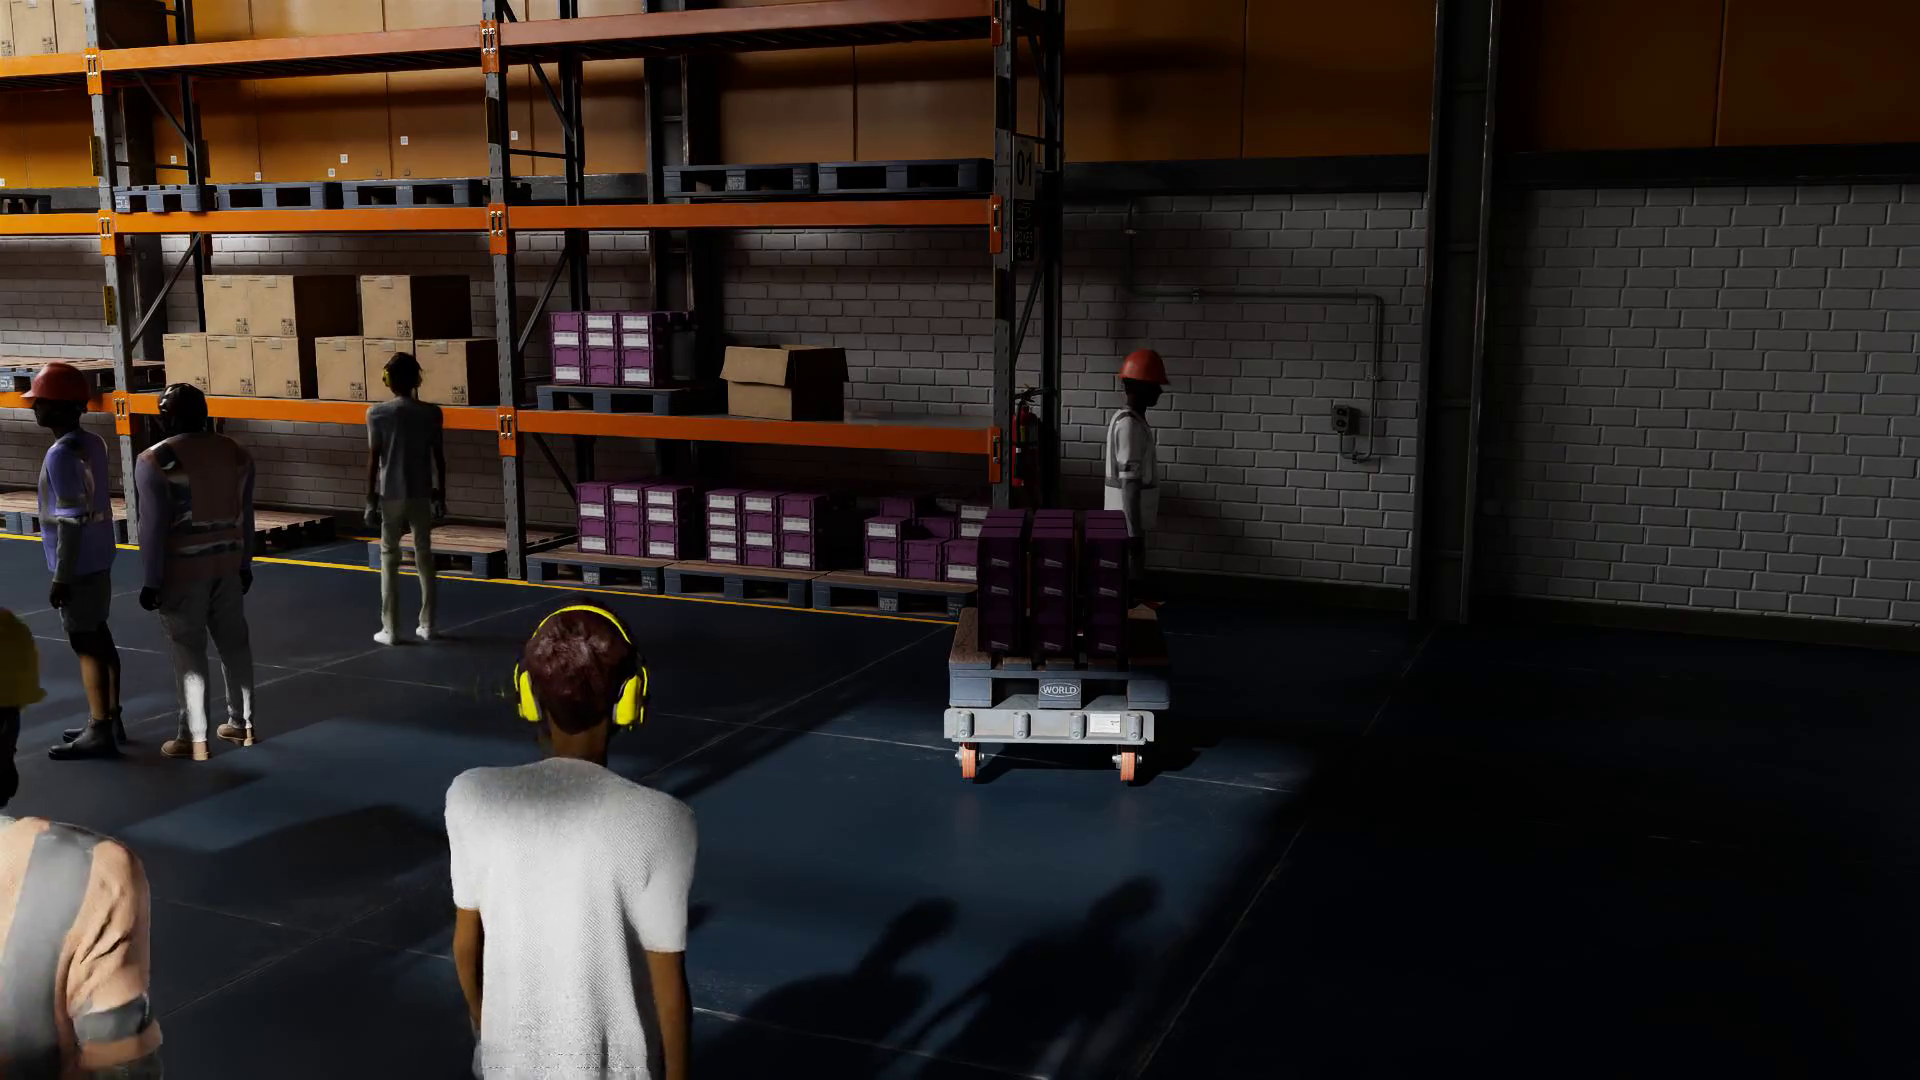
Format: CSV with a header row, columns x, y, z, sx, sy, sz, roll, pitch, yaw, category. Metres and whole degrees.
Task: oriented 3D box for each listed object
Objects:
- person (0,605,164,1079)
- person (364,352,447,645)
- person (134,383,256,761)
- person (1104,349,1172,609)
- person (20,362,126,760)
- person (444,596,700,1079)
x,y,z,sx,sy,sz,roll,pitch,yaw,category
-1.550,1.051,2.579,0.601,1.901,0.676,-1,10,-5,person
-3.533,-0.260,10.581,0.543,1.859,0.361,-8,12,-39,person
-3.750,0.152,8.160,0.429,1.841,0.633,5,11,28,person
1.005,-0.115,9.480,0.370,1.933,0.550,1,10,4,person
-4.339,0.102,8.158,0.347,1.943,0.545,-2,10,-14,person
-0.728,1.012,3.097,0.535,1.822,1.000,1,10,5,person
